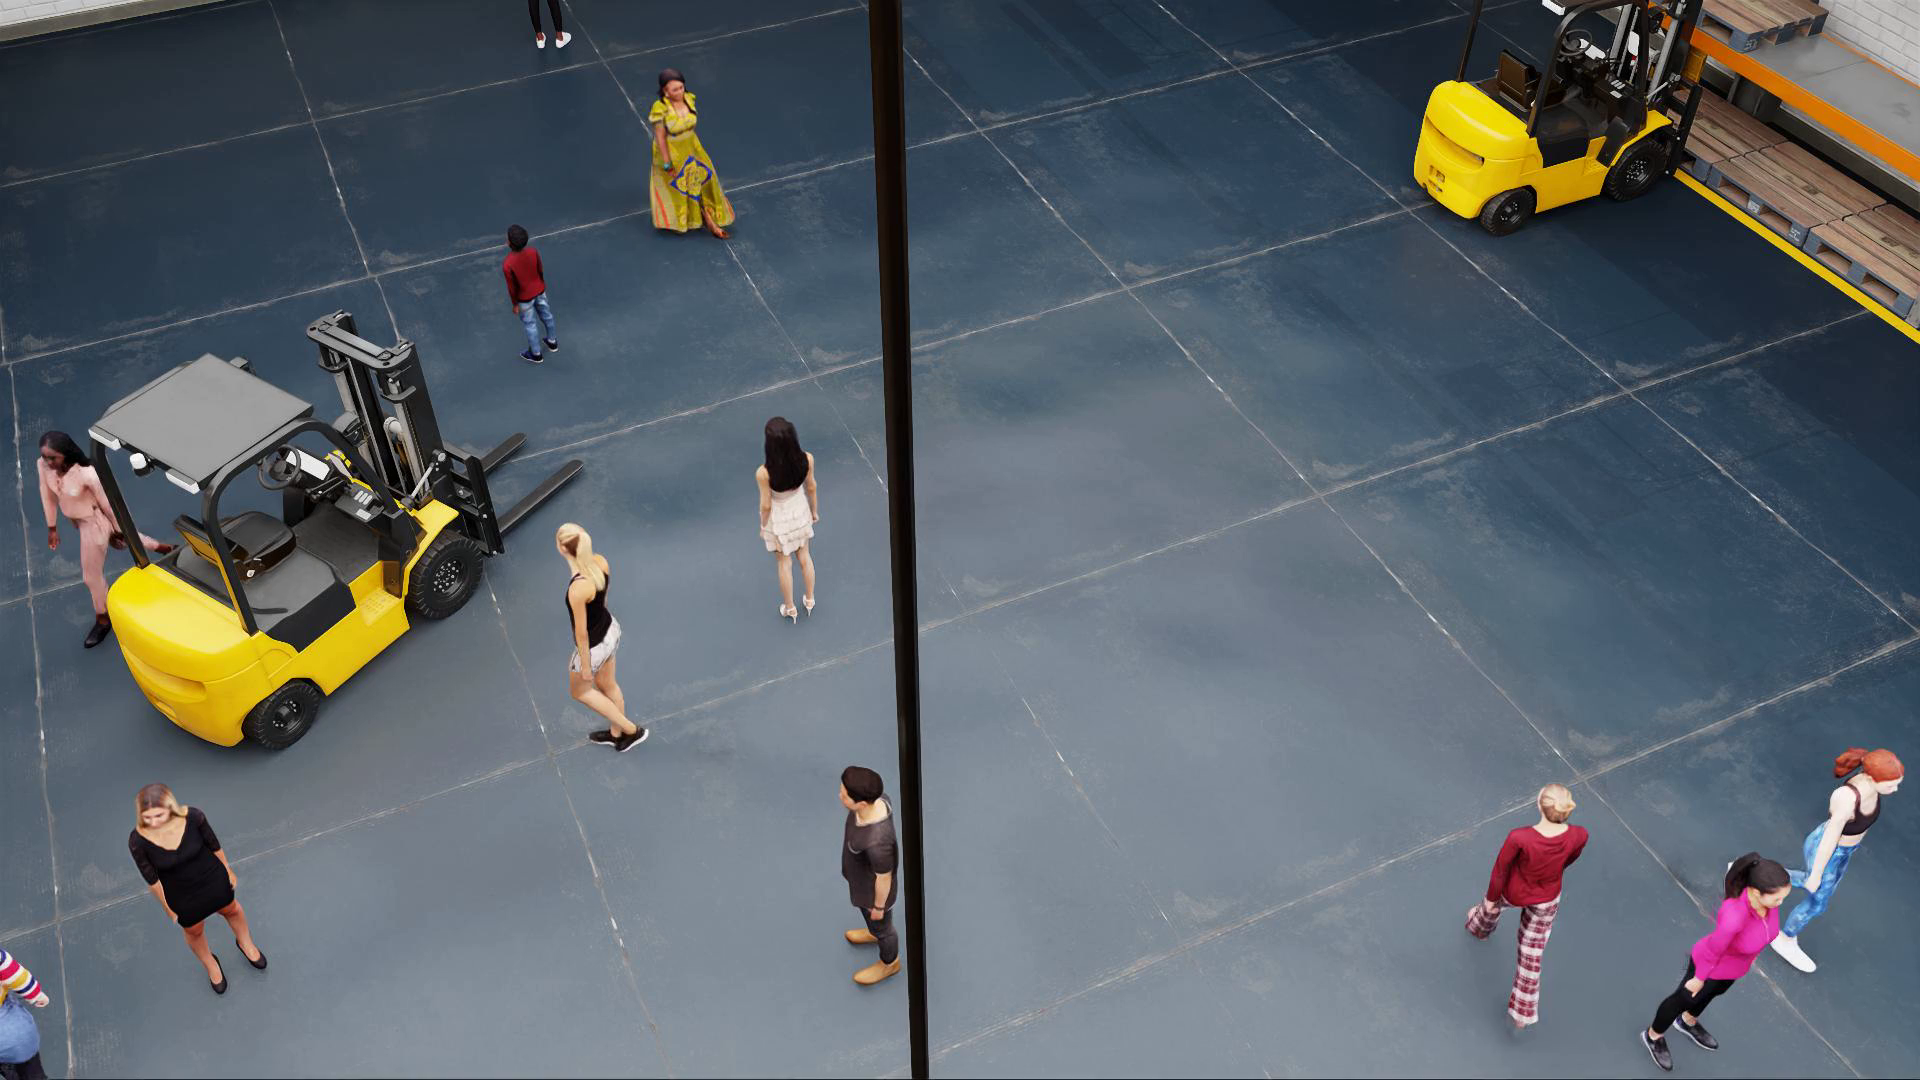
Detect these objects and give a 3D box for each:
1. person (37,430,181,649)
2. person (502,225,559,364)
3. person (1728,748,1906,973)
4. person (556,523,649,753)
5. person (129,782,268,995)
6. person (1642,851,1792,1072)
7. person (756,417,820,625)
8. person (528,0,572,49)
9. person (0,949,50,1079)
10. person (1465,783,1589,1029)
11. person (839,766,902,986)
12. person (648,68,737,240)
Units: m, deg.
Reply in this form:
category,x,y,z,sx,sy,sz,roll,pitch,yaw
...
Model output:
category,x,y,z,sx,sy,sz,roll,pitch,yaw
person,-5.783,-0.153,11.252,1.194,1.672,1.168,22,48,21
person,-3.497,-2.011,13.504,0.592,1.256,0.576,30,51,28
person,4.730,1.701,9.243,0.716,1.769,0.964,-30,51,-28
person,-2.168,0.642,10.307,0.866,1.825,0.802,8,44,8
person,-4.191,1.882,9.113,0.589,1.676,0.540,-29,51,-27
person,3.984,2.196,8.774,0.640,1.698,0.635,-26,49,-24
person,-1.152,-0.120,11.170,0.589,1.736,0.530,-21,47,-20
person,-4.406,-5.980,17.327,0.704,1.729,0.714,0,44,0
person,-4.826,2.539,8.339,0.669,1.792,0.685,-20,47,-20
person,3.121,1.964,9.038,0.953,1.661,1.168,2,44,2
person,-0.475,1.827,9.143,0.737,1.714,0.564,-7,44,-7
person,-2.557,-3.439,14.737,1.129,1.633,1.017,29,51,27
